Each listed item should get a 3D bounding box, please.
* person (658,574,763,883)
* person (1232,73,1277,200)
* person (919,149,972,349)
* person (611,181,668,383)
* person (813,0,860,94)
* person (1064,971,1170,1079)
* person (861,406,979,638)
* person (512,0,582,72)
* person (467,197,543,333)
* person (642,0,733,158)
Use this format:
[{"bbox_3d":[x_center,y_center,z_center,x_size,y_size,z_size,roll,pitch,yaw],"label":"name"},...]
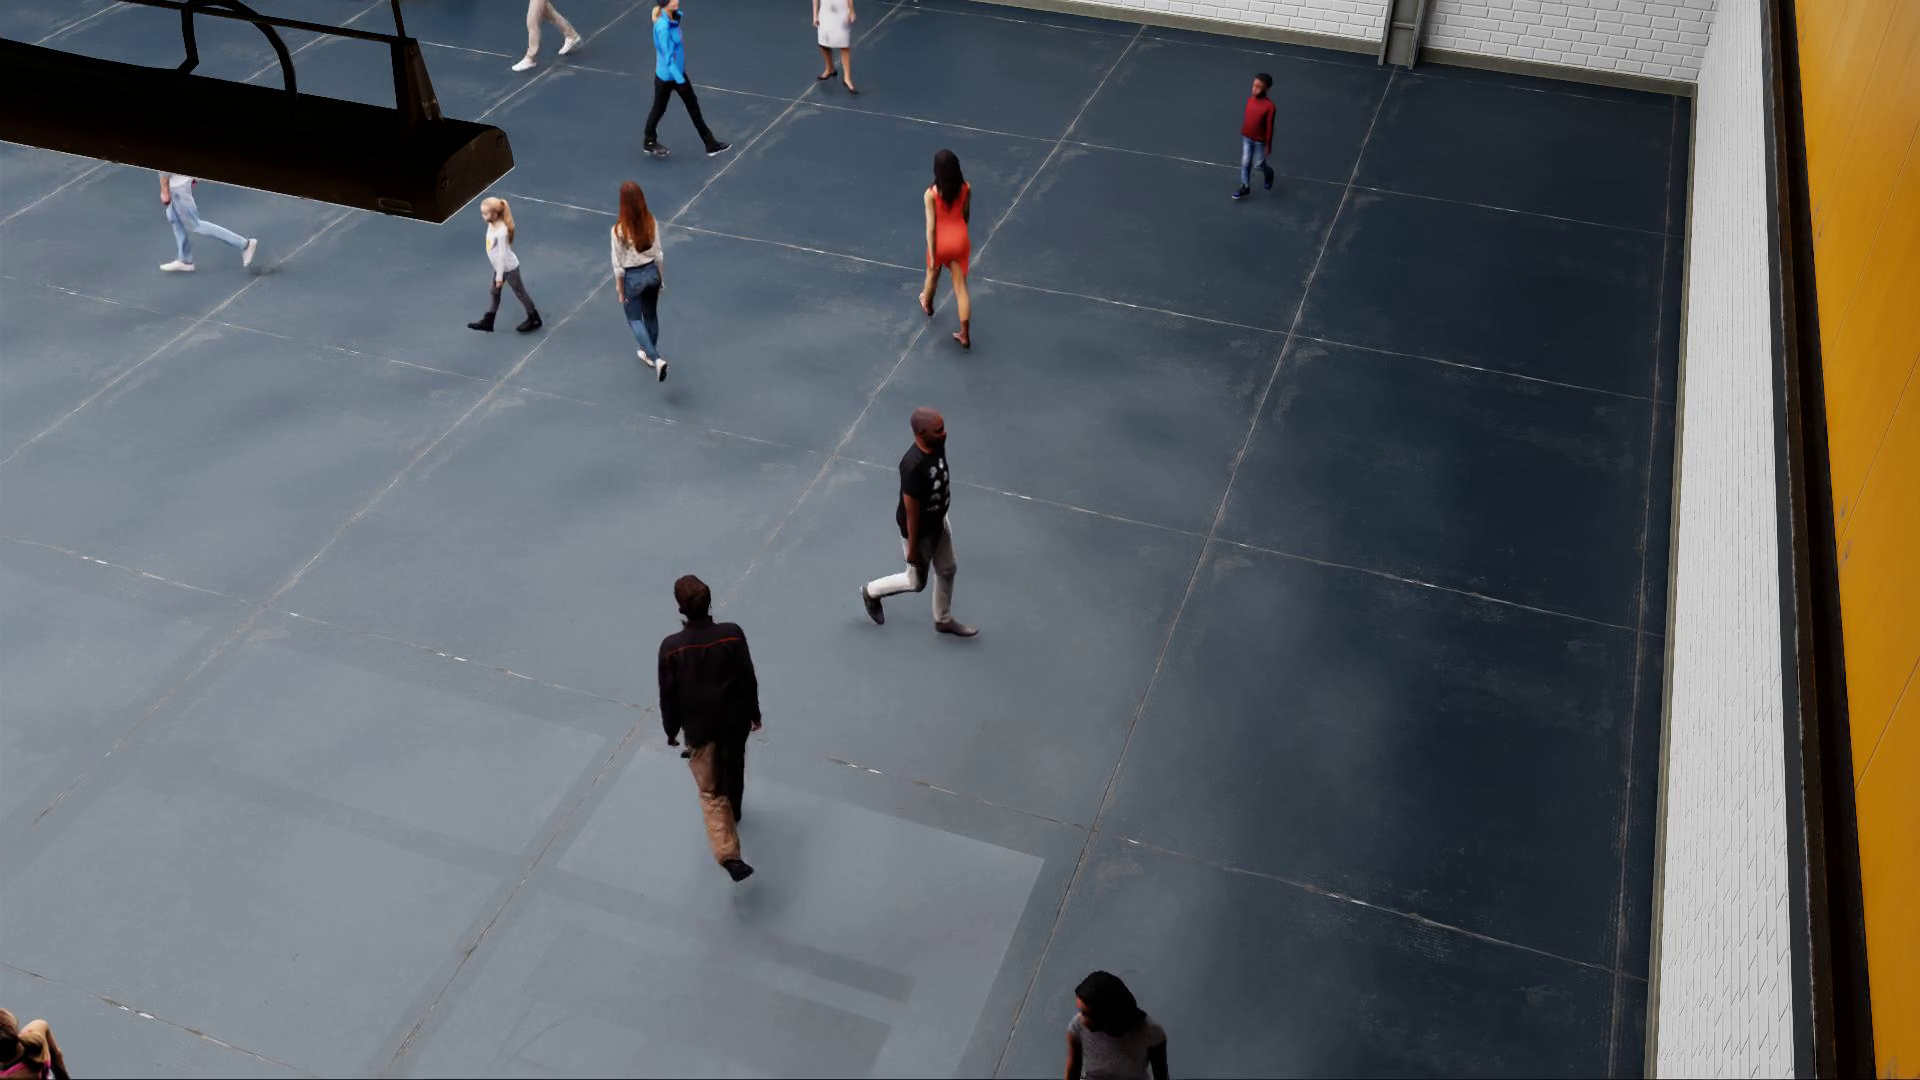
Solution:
[{"bbox_3d":[-1.337,1.092,9.256,1.218,1.887,1.240,-13,40,-15],"label":"person"},{"bbox_3d":[2.893,-3.896,16.016,0.728,1.244,0.719,-30,48,-32],"label":"person"},{"bbox_3d":[-0.058,-2.372,13.768,1.086,1.668,1.111,-14,41,-17],"label":"person"},{"bbox_3d":[-2.527,-2.046,13.323,0.915,1.714,1.028,-21,43,-24],"label":"person"},{"bbox_3d":[-1.293,-5.663,17.843,0.478,1.725,0.783,4,39,5],"label":"person"},{"bbox_3d":[0.722,2.552,7.526,0.581,1.764,0.769,-4,39,-5],"label":"person"},{"bbox_3d":[-0.315,-0.096,10.829,1.049,1.779,0.697,15,41,18],"label":"person"},{"bbox_3d":[-4.615,-6.199,18.430,1.143,1.831,1.252,-29,47,-31],"label":"person"},{"bbox_3d":[-3.759,-2.310,14.021,0.882,1.254,0.843,-18,42,-21],"label":"person"},{"bbox_3d":[-2.953,-4.575,16.464,1.204,1.746,0.749,7,39,9],"label":"person"}]
